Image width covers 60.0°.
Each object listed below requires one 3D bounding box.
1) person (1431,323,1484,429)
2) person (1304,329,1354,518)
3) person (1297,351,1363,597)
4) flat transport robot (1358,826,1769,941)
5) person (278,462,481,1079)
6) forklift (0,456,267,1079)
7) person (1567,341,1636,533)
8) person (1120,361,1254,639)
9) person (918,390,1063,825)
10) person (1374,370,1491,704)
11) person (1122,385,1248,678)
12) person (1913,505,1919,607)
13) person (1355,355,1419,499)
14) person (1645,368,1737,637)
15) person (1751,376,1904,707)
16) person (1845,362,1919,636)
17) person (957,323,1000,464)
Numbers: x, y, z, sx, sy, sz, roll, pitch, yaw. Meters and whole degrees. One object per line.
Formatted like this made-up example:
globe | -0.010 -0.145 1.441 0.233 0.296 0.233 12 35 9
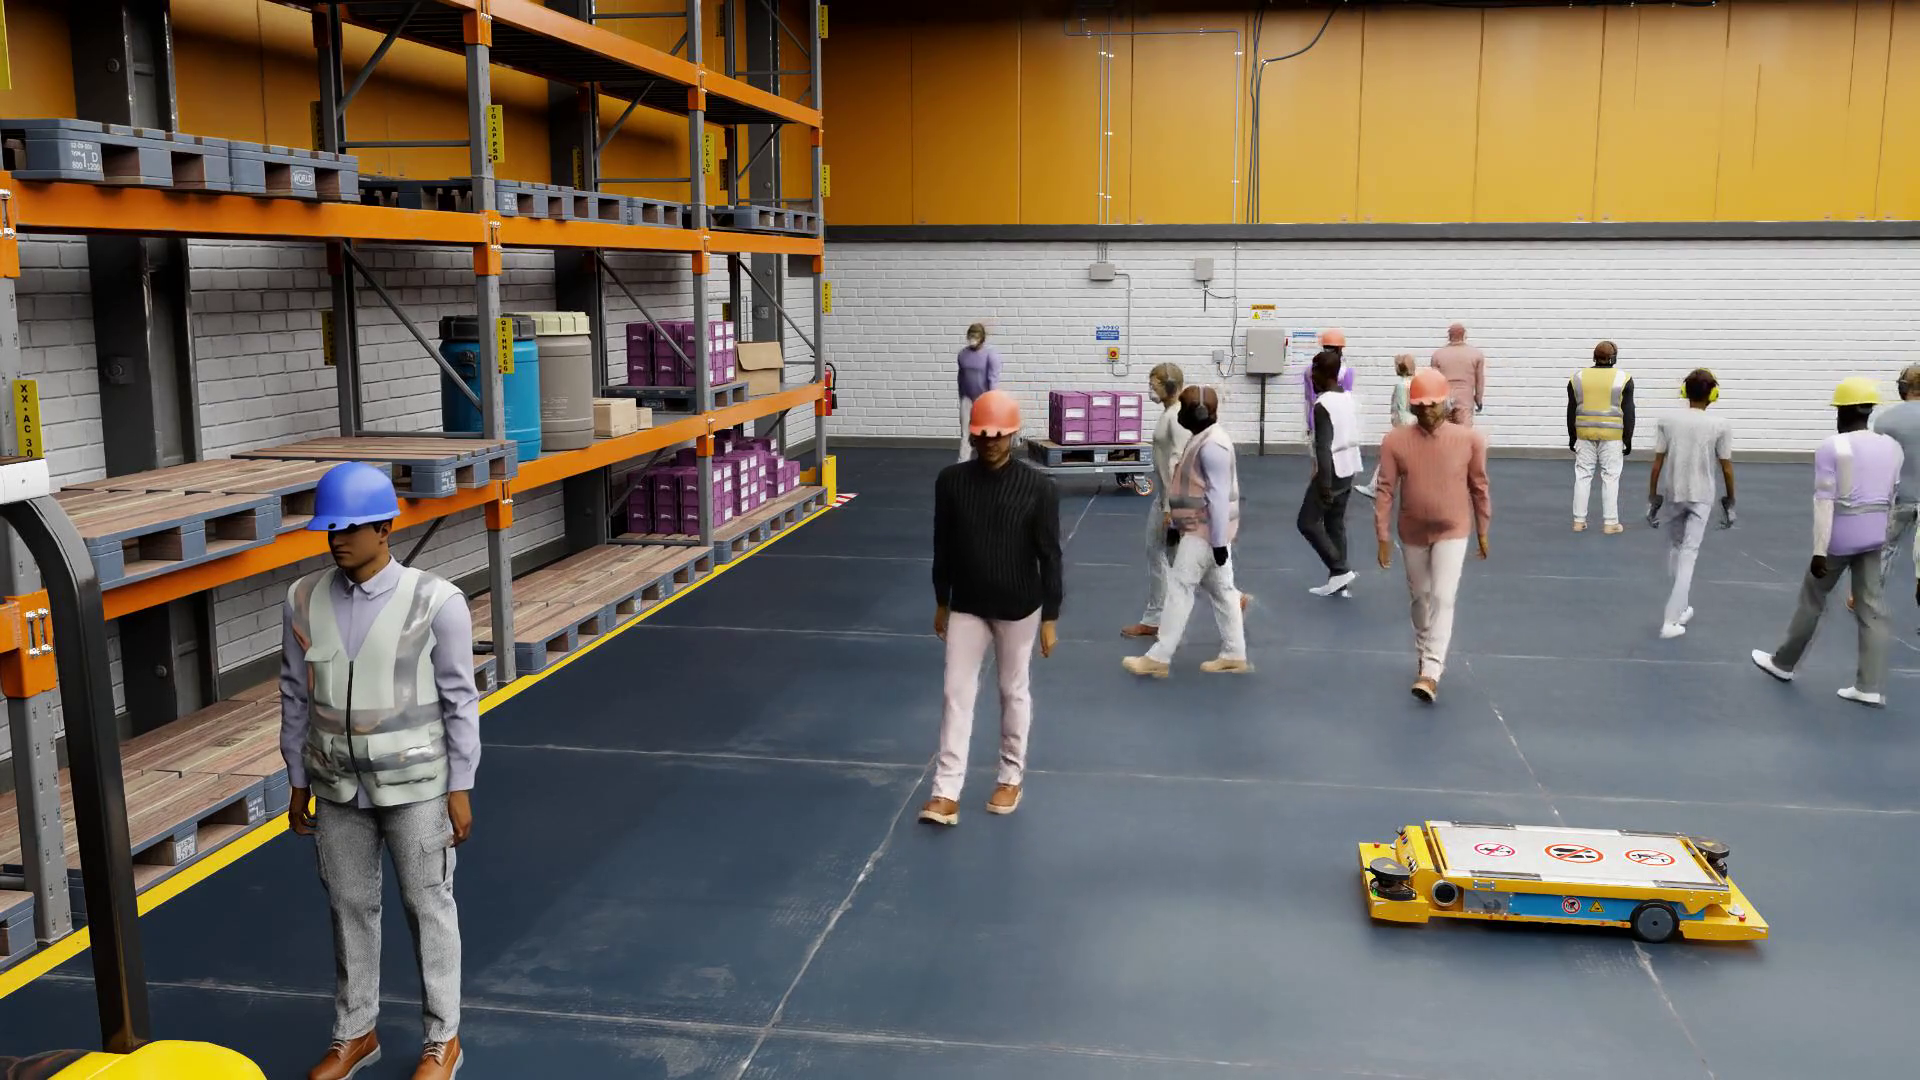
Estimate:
person | 6.099 -1.730 20.447 0.639 1.875 0.872 4 10 21
person | 3.743 -1.169 16.850 0.543 1.923 0.424 7 11 35
person | 2.837 -0.490 12.727 0.450 1.901 0.586 7 11 36
flat transport robot | 2.325 1.321 6.541 1.431 0.197 0.652 1 9 9
person | -1.762 0.729 5.036 0.614 1.945 0.401 1 9 8
forklift | -2.328 0.975 2.765 2.313 2.155 1.214 1 9 9
person | 6.136 -0.983 15.923 0.630 1.843 0.429 7 11 36
person | 1.541 -0.250 11.220 0.816 1.914 0.668 0 9 -2
person | 0.122 0.324 7.453 0.650 1.965 0.809 3 10 18
person | 2.782 -0.038 9.816 0.644 1.923 1.095 4 10 24
person | 1.396 -0.047 10.264 0.877 1.805 0.633 1 9 8
person | 5.196 0.156 8.477 0.627 1.975 0.552 1 9 5
person | 4.775 -1.205 18.041 0.872 1.585 0.543 7 11 36
person | 5.104 -0.268 11.530 0.542 1.831 0.884 8 12 39
person | 5.177 -0.018 9.820 0.618 1.880 0.937 -2 9 -12
person | 6.618 -0.289 11.557 0.645 1.883 1.067 0 9 3
person | 0.219 -1.653 19.952 0.643 1.889 0.961 6 11 33
